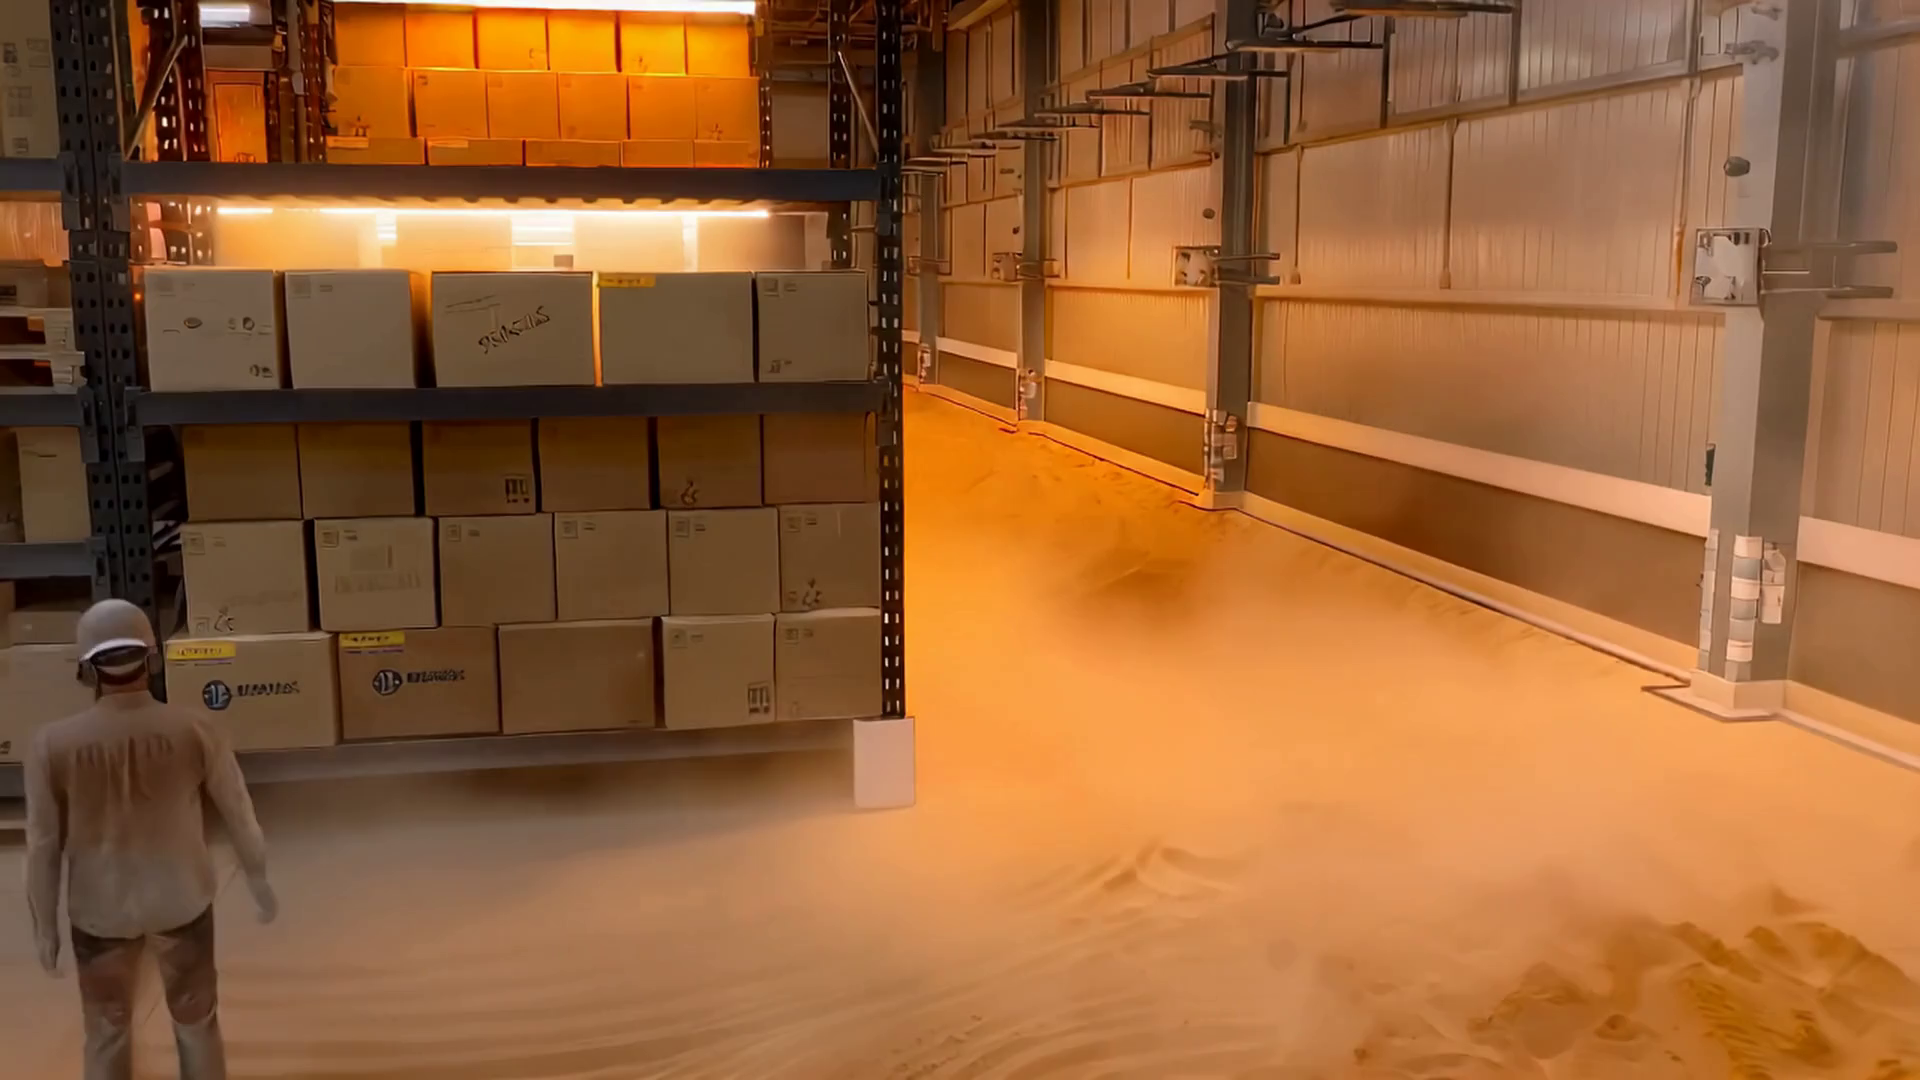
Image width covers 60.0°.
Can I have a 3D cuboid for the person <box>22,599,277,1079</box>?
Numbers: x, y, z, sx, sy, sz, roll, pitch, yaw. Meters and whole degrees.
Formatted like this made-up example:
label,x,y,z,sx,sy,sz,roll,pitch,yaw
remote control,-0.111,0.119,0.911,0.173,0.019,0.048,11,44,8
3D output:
label,x,y,z,sx,sy,sz,roll,pitch,yaw
person,-2.615,1.169,5.402,0.700,1.982,0.412,-4,10,-24
